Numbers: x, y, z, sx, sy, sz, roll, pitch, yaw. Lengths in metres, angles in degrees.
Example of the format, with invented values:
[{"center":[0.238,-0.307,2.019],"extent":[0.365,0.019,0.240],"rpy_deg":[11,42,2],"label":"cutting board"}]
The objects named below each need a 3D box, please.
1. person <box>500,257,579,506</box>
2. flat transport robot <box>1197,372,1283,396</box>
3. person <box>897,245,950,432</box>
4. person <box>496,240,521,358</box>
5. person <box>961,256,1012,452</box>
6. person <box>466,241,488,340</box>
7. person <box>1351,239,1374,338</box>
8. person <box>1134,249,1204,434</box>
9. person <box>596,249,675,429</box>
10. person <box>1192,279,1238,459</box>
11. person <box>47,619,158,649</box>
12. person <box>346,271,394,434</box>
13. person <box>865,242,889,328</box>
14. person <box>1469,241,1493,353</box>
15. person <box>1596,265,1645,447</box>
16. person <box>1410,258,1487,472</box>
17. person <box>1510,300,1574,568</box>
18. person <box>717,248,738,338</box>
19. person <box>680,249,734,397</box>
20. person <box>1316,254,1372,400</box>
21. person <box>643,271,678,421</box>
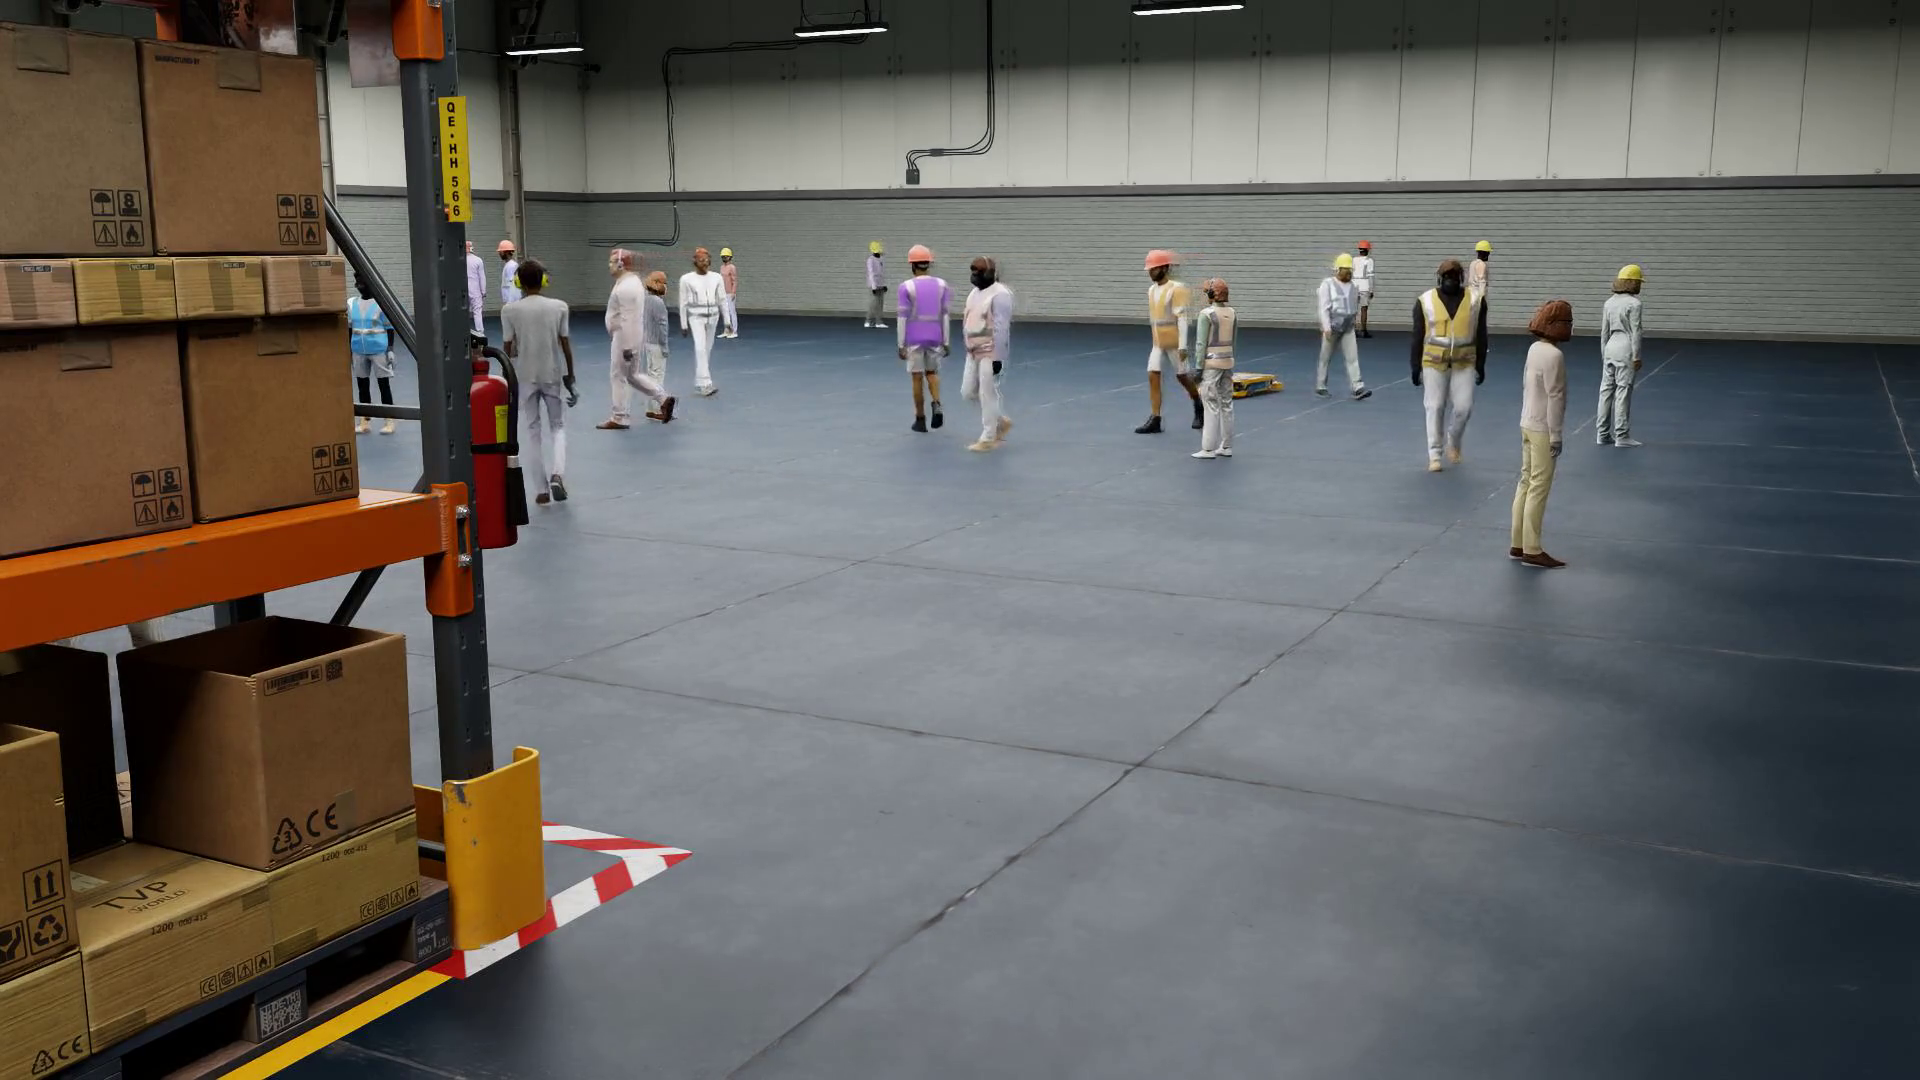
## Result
[{"center":[-3.158,-1.181,12.485],"extent":[0.565,1.855,0.383],"rpy_deg":[-4,11,-19],"label":"person"},{"center":[3.535,-1.992,21.234],"extent":[0.652,0.197,1.431],"rpy_deg":[7,12,34],"label":"flat transport robot"},{"center":[-0.384,-2.065,17.121],"extent":[0.574,1.924,0.415],"rpy_deg":[-5,11,-23],"label":"person"},{"center":[-7.479,-3.997,27.622],"extent":[0.373,1.934,0.551],"rpy_deg":[-2,11,-12],"label":"person"},{"center":[0.266,-1.738,15.610],"extent":[0.489,1.830,0.638],"rpy_deg":[-6,12,-29],"label":"person"},{"center":[-9.436,-4.789,32.049],"extent":[0.639,1.901,0.406],"rpy_deg":[0,10,1],"label":"person"},{"center":[7.921,-4.945,32.791],"extent":[0.377,1.936,0.549],"rpy_deg":[-10,14,-43],"label":"person"},{"center":[2.223,-2.050,17.171],"extent":[0.954,1.888,0.617],"rpy_deg":[-7,12,-32],"label":"person"},{"center":[-3.421,-2.089,17.355],"extent":[0.729,1.888,0.650],"rpy_deg":[0,10,2],"label":"person"},{"center":[2.329,-1.552,15.121],"extent":[0.513,1.634,0.311],"rpy_deg":[-10,14,-43],"label":"person"},{"center":[-3.865,-0.113,7.315],"extent":[0.522,1.617,0.685],"rpy_deg":[0,10,0],"label":"person"},{"center":[-6.004,-1.917,16.934],"extent":[0.540,1.696,0.317],"rpy_deg":[1,10,8],"label":"person"},{"center":[-1.842,-5.558,36.329],"extent":[0.409,1.879,0.696],"rpy_deg":[5,12,27],"label":"person"},{"center":[8.994,-4.209,28.804],"extent":[0.367,1.926,0.594],"rpy_deg":[0,10,0],"label":"person"},{"center":[6.392,-1.770,16.027],"extent":[0.312,1.737,0.483],"rpy_deg":[-4,11,-20],"label":"person"},{"center":[4.181,-1.492,14.265],"extent":[0.648,1.824,0.453],"rpy_deg":[2,11,11],"label":"person"},{"center":[3.593,-0.656,10.230],"extent":[0.268,1.632,0.507],"rpy_deg":[0,10,2],"label":"person"},{"center":[-4.598,-4.869,32.838],"extent":[0.304,1.770,0.533],"rpy_deg":[-9,14,-40],"label":"person"},{"center":[-3.160,-2.719,20.888],"extent":[0.600,1.839,0.947],"rpy_deg":[-7,12,-33],"label":"person"},{"center":[4.708,-2.607,20.451],"extent":[0.598,1.784,0.923],"rpy_deg":[-4,11,-20],"label":"person"},{"center":[-3.318,-2.128,18.259],"extent":[0.279,1.633,0.499],"rpy_deg":[-6,12,-29],"label":"person"}]
